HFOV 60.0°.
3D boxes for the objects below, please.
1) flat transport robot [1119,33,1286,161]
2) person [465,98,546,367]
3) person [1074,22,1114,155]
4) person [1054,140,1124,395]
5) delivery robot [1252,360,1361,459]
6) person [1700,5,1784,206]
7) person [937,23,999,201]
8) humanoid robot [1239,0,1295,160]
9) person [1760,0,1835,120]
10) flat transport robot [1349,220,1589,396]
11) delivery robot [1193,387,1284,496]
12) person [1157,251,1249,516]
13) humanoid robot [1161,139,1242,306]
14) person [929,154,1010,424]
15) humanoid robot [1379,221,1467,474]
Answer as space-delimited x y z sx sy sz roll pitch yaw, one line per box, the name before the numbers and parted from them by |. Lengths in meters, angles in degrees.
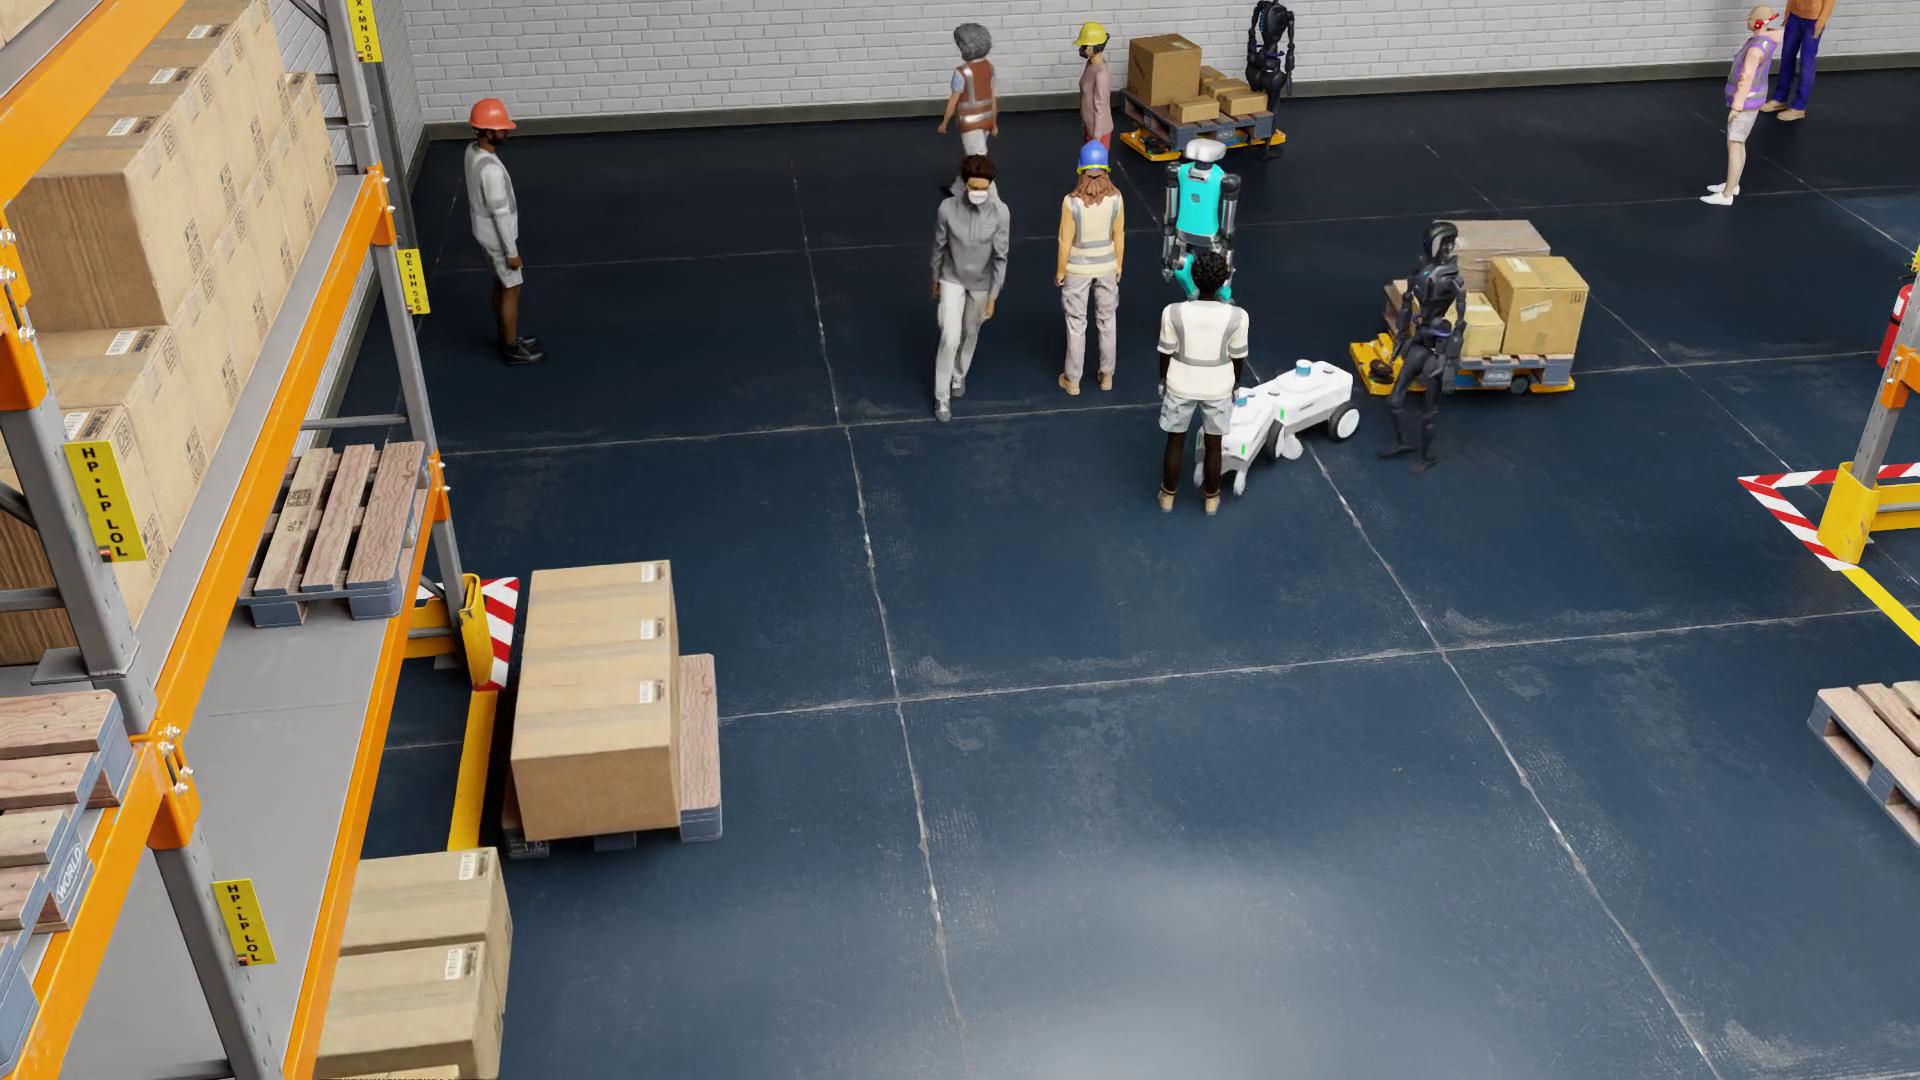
flat transport robot | 2.301 -3.860 15.768 1.431 0.231 0.659 -12 35 -18
person | -3.189 -2.134 11.612 0.387 1.925 0.547 -16 36 -23
person | 1.080 -3.370 13.657 0.347 1.759 0.520 -4 33 -6
person | 0.873 -1.834 11.281 0.464 1.777 0.326 -7 34 -10
delivery robot | 2.263 -0.907 10.981 0.766 0.595 0.508 -22 39 -30
person | 6.718 -3.730 14.272 0.350 1.686 0.486 18 37 25
person | 0.098 -3.504 13.966 0.894 1.631 0.426 27 42 35
humanoid robot | 2.808 -4.318 15.179 0.305 1.653 0.616 -21 38 -28
person | 8.190 -5.086 16.094 0.402 1.975 0.516 -12 35 -18
flat transport robot | 3.549 -1.268 11.795 1.431 0.231 0.659 -1 33 -2
delivery robot | 1.770 -0.687 10.641 0.499 0.592 0.774 15 36 21
person | 1.431 -0.913 9.951 0.535 1.692 0.319 4 33 6
humanoid robot | 1.707 -1.967 11.498 0.537 1.772 0.685 17 37 25
person | 0.058 -1.697 11.008 0.515 1.845 0.845 -2 33 -4
humanoid robot | 2.939 -1.196 10.397 0.309 1.651 0.608 -14 36 -20
